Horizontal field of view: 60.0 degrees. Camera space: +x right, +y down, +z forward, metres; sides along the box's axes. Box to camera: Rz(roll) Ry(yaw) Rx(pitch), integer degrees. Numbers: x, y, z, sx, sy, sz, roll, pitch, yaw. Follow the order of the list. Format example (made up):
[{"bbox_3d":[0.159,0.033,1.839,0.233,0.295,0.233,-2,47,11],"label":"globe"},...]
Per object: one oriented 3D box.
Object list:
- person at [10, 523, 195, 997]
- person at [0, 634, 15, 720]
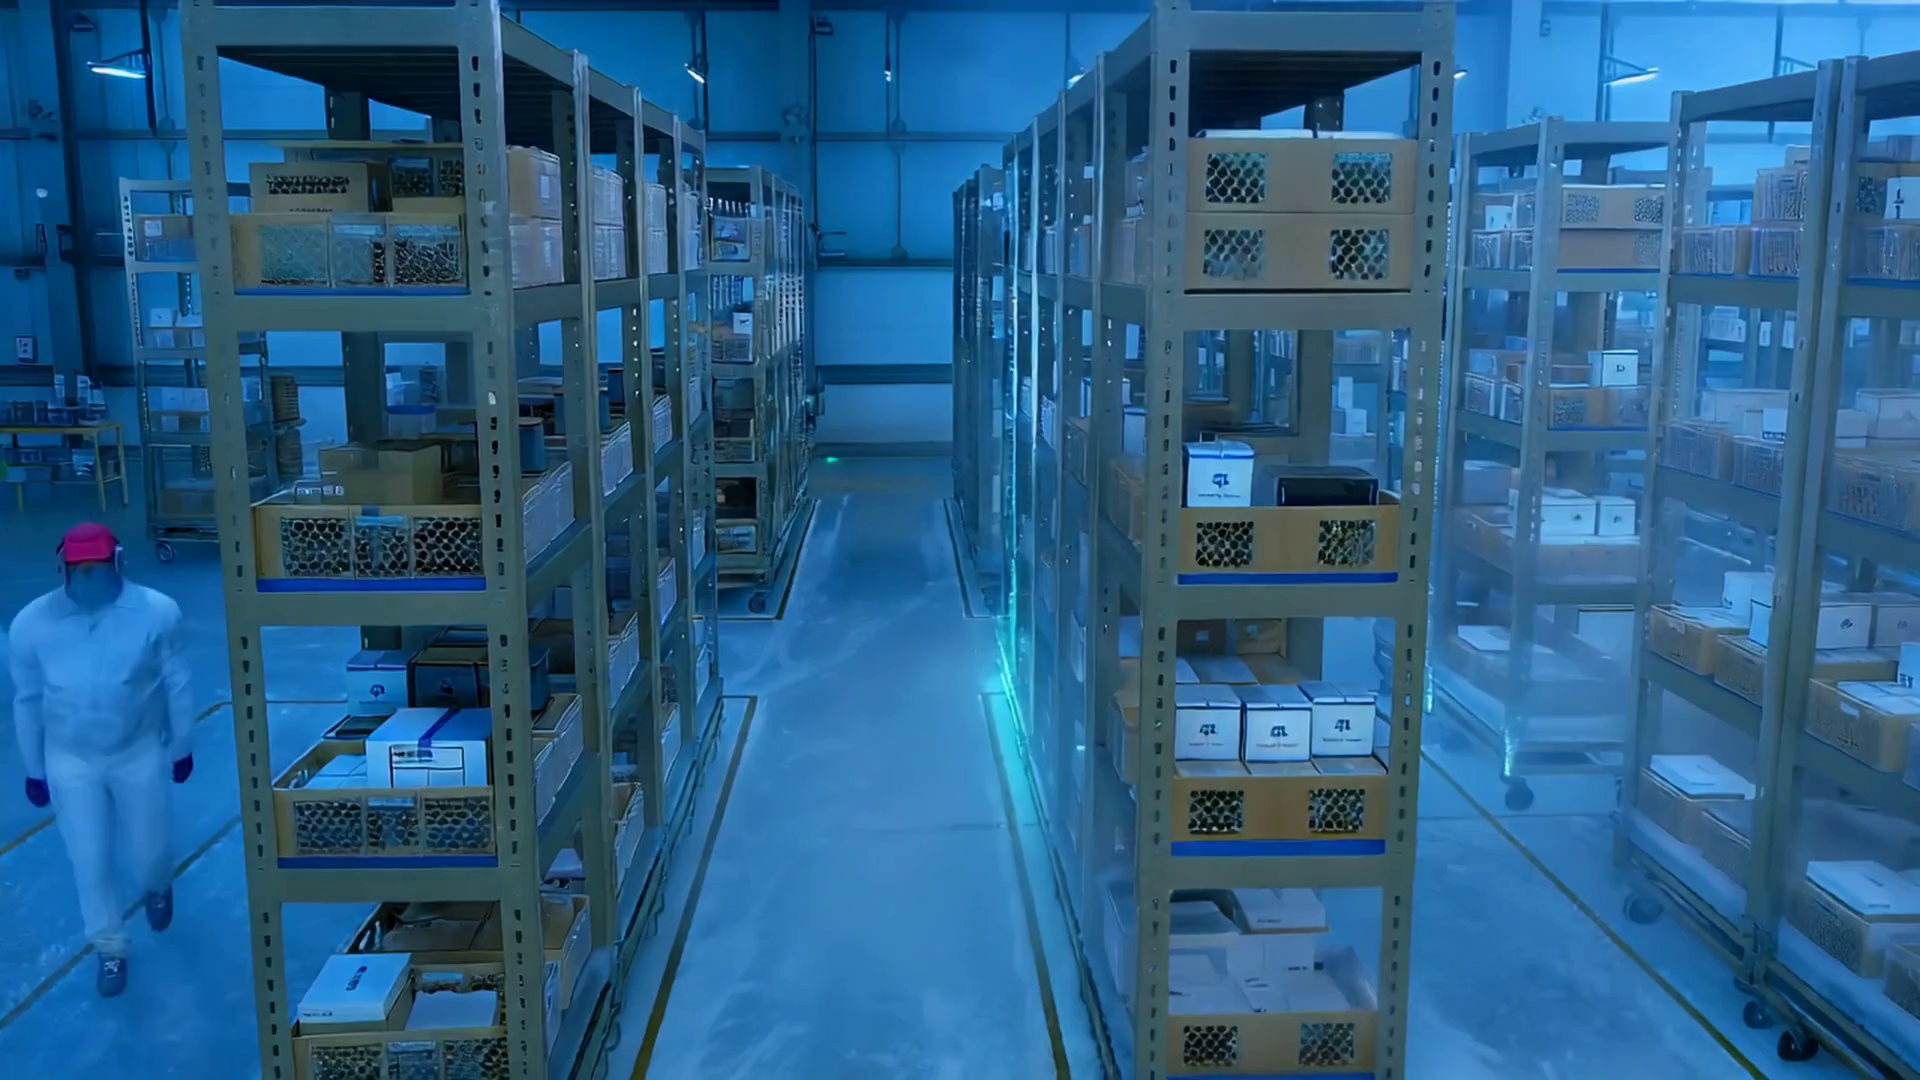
[{"bbox_3d":[-3.466,0.850,6.776,0.649,1.889,0.616,-4,11,-22],"label":"person"},{"bbox_3d":[-6.188,0.197,10.327,1.003,1.954,0.628,-3,11,-19],"label":"person"}]
